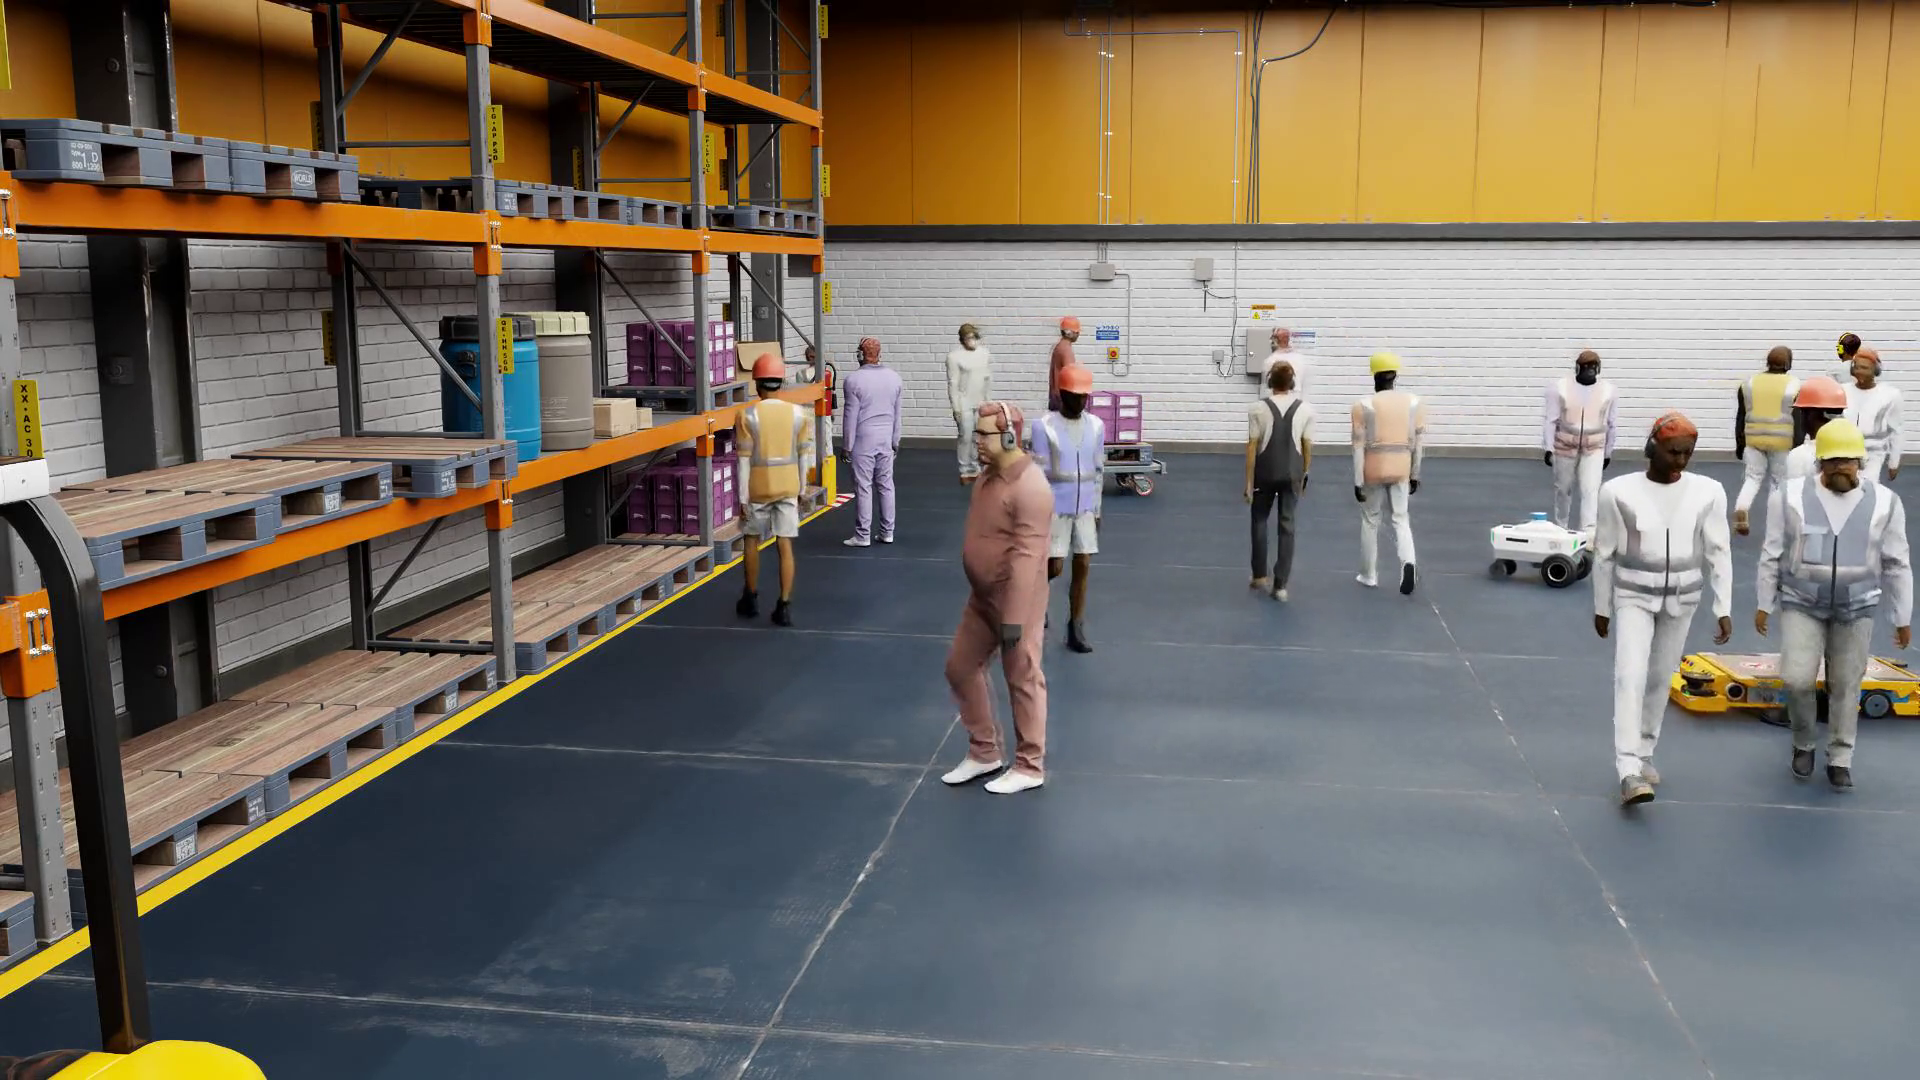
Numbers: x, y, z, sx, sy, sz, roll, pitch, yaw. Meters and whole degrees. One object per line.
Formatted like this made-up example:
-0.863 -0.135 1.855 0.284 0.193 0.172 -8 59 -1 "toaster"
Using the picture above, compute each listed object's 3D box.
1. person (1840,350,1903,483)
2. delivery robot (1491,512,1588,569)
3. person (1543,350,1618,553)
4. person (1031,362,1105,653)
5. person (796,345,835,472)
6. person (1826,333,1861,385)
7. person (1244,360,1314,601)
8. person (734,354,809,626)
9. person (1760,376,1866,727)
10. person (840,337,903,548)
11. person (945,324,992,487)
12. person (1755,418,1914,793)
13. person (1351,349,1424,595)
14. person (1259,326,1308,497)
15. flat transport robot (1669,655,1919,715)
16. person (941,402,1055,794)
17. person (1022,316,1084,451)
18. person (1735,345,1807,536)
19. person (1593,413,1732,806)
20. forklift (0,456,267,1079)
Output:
7.534 -0.669 13.988 0.590 1.833 0.955 8 12 42 "person"
4.662 0.021 13.400 0.707 0.478 0.477 7 11 35 "delivery robot"
5.627 -0.831 15.136 0.627 1.804 0.937 3 10 17 "person"
0.687 -0.235 11.086 0.550 1.915 0.674 -4 10 -23 "person"
-1.687 -1.458 19.478 0.523 1.638 0.310 -6 11 -31 "person"
9.111 -1.201 17.184 0.532 1.871 0.319 -2 9 -12 "person"
2.429 -0.472 12.827 0.515 1.820 0.739 0 9 2 "person"
-1.376 -0.366 11.901 0.560 1.915 0.740 -4 10 -21 "person"
4.659 0.074 9.107 0.548 1.937 0.379 -5 10 -28 "person"
-0.827 -0.887 15.133 0.651 1.907 0.409 -8 12 -41 "person"
0.144 -1.572 19.403 0.793 1.899 0.448 -9 13 -43 "person"
4.195 0.320 7.975 0.687 1.809 0.422 4 10 23 "person"
3.327 -0.530 12.951 0.593 1.906 0.801 0 9 -2 "person"
3.539 -1.400 18.321 0.663 1.894 0.516 -6 11 -34 "person"
4.831 0.822 9.618 1.431 0.197 0.652 1 9 4 "flat transport robot"
0.139 0.293 7.895 0.616 1.885 0.680 -4 10 -22 "person"
1.189 -1.814 20.712 0.856 1.958 0.637 -1 9 -4 "person"
7.458 -0.882 15.353 0.658 1.824 0.635 -9 13 -43 "person"
3.316 0.325 7.859 0.576 1.833 0.941 1 9 7 "person"
-2.328 0.975 2.765 2.313 2.155 1.214 1 9 9 "forklift"
